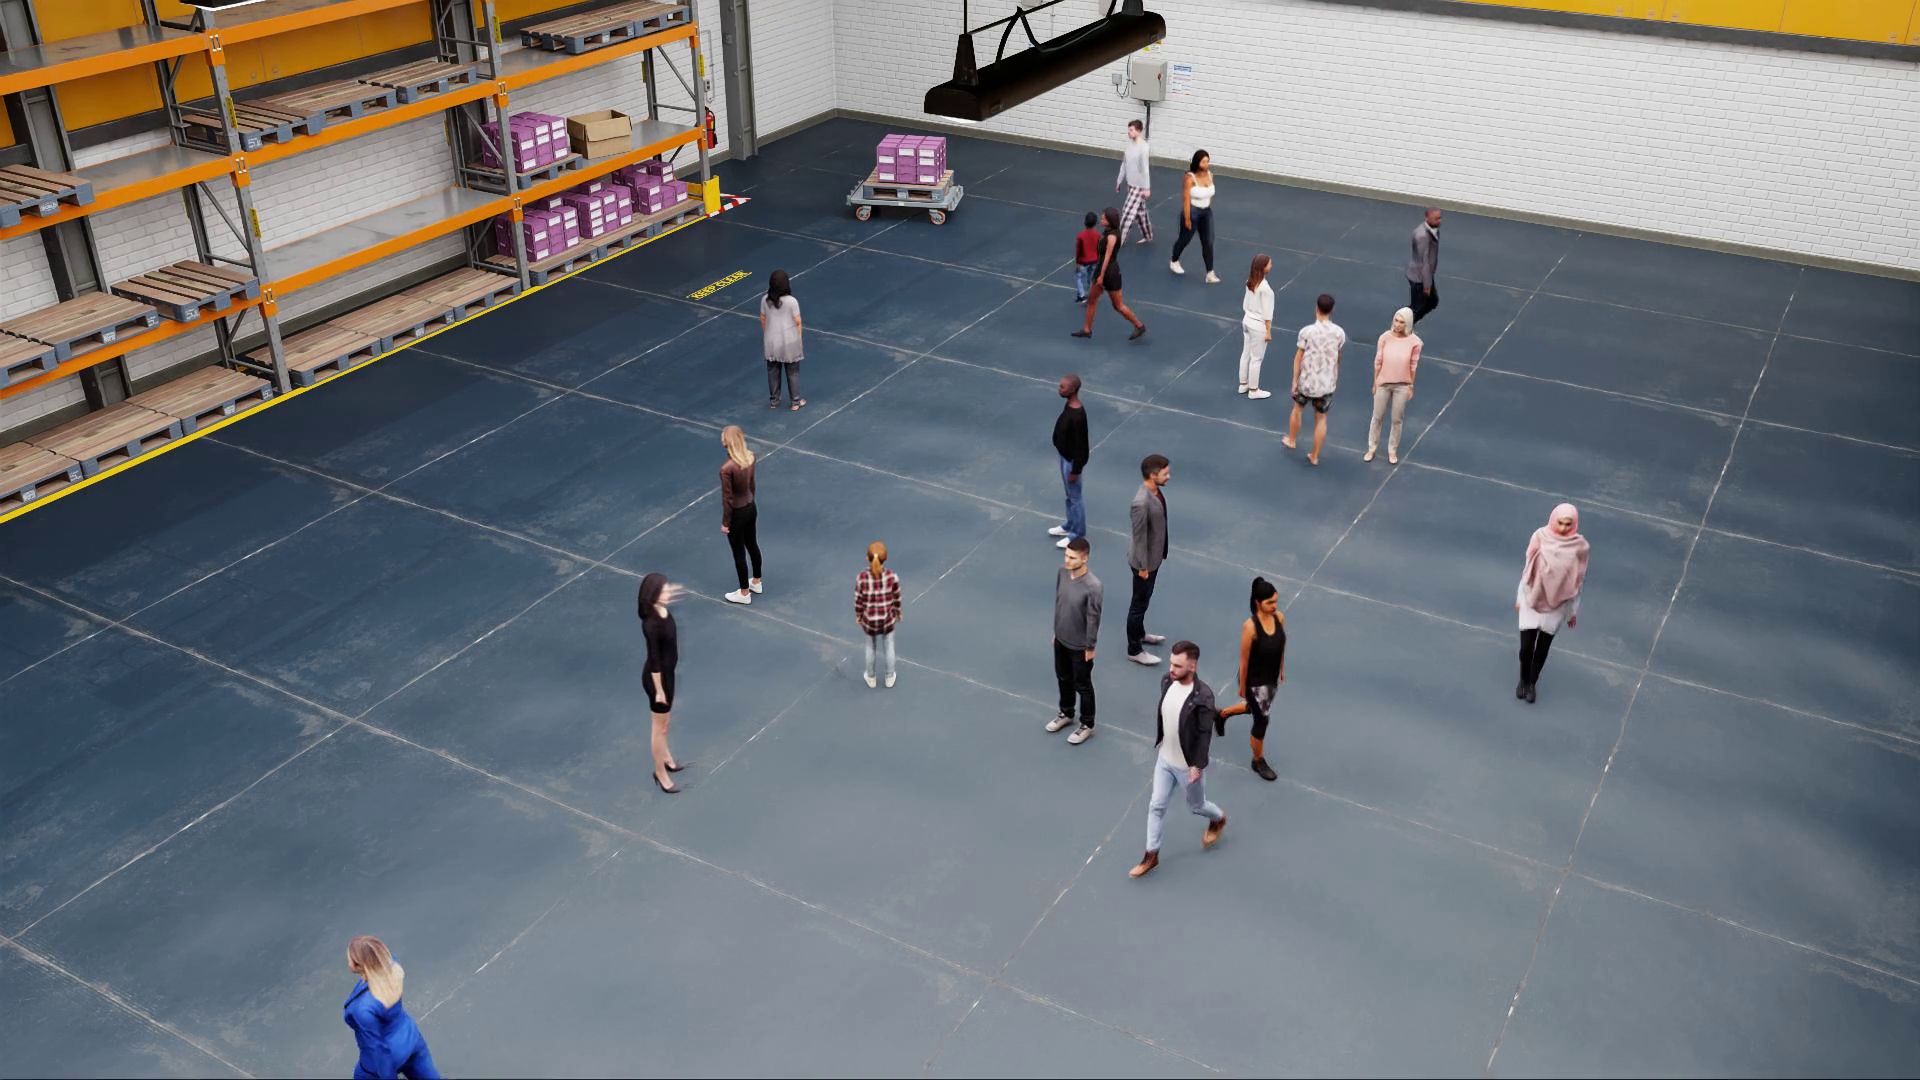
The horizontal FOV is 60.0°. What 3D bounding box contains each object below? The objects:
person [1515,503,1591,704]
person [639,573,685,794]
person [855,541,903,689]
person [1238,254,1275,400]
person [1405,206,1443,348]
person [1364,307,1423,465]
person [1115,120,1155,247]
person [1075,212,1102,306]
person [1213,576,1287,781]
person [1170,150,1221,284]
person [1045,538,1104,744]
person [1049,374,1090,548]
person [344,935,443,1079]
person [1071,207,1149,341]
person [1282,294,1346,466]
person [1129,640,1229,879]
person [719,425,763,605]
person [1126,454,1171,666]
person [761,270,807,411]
[{"bbox_3d":[4.732,0.472,13.451,0.705,1.792,0.700,9,30,15],"label":"person"},{"bbox_3d":[-2.226,1.044,12.391,0.720,1.804,0.598,0,29,0],"label":"person"},{"bbox_3d":[-0.669,0.621,13.693,0.612,1.299,0.634,-1,29,-1],"label":"person"},{"bbox_3d":[3.369,-2.438,18.894,0.717,1.688,0.684,-12,31,-21],"label":"person"},{"bbox_3d":[5.503,-3.195,20.175,0.780,1.791,0.590,15,32,25],"label":"person"},{"bbox_3d":[4.535,-1.636,17.386,0.643,1.724,0.587,9,30,16],"label":"person"},{"bbox_3d":[2.566,-5.013,23.488,1.213,1.809,1.046,-14,32,-24],"label":"person"},{"bbox_3d":[1.674,-3.599,21.487,0.586,1.244,0.656,-10,30,-17],"label":"person"},{"bbox_3d":[2.221,1.000,12.636,0.953,1.646,0.808,-24,37,-37],"label":"person"},{"bbox_3d":[3.100,-4.345,22.320,1.219,1.756,1.144,-14,31,-23],"label":"person"},{"bbox_3d":[0.900,0.755,12.964,0.659,1.761,0.680,-21,35,-33],"label":"person"},{"bbox_3d":[1.068,-0.764,15.762,0.741,1.749,0.668,-5,29,-9],"label":"person"},{"bbox_3d":[-3.026,2.870,9.201,0.936,1.652,1.192,4,29,7],"label":"person"},{"bbox_3d":[1.902,-3.194,20.266,1.095,1.701,1.137,-3,29,-6],"label":"person"},{"bbox_3d":[3.732,-1.625,17.293,0.919,1.793,1.016,-2,29,-3],"label":"person"},{"bbox_3d":[1.609,1.493,11.562,1.206,1.809,0.907,-23,36,-36],"label":"person"},{"bbox_3d":[-1.959,-0.236,14.841,0.671,1.704,0.429,14,32,24],"label":"person"},{"bbox_3d":[1.567,0.134,13.984,0.808,1.874,0.646,7,29,12],"label":"person"},{"bbox_3d":[-1.992,-2.242,18.616,0.705,1.611,0.736,7,29,12],"label":"person"}]
